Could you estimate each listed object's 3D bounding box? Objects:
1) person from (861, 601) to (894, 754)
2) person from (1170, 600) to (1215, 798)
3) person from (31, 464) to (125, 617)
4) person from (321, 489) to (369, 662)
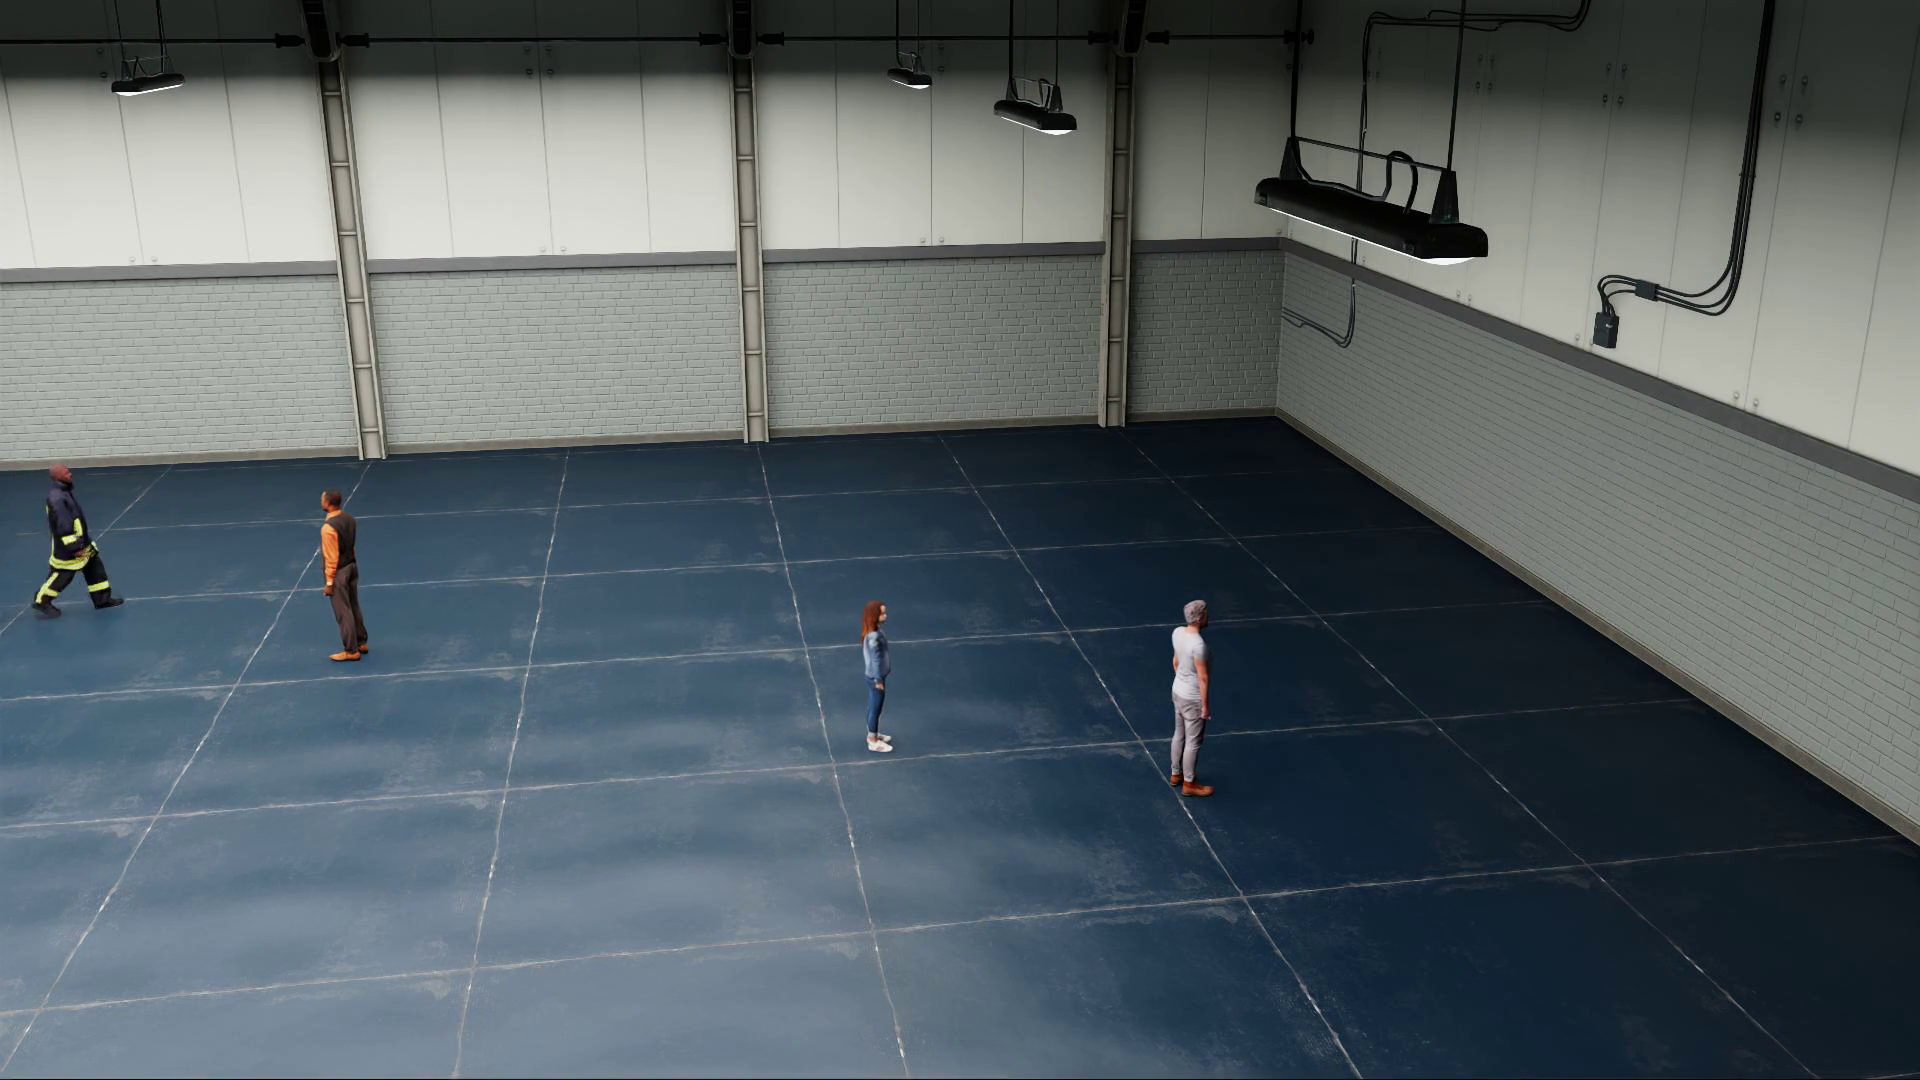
[{"bbox_3d":[-0.808,1.285,15.865,0.527,1.477,0.585,-1,18,-3],"label":"person"},{"bbox_3d":[2.066,1.401,14.938,0.624,1.831,0.734,-7,19,-20],"label":"person"},{"bbox_3d":[-10.400,0.025,19.234,1.159,1.788,0.735,-3,18,-10],"label":"person"},{"bbox_3d":[-6.678,0.367,17.989,0.725,1.908,0.763,3,18,8],"label":"person"}]
